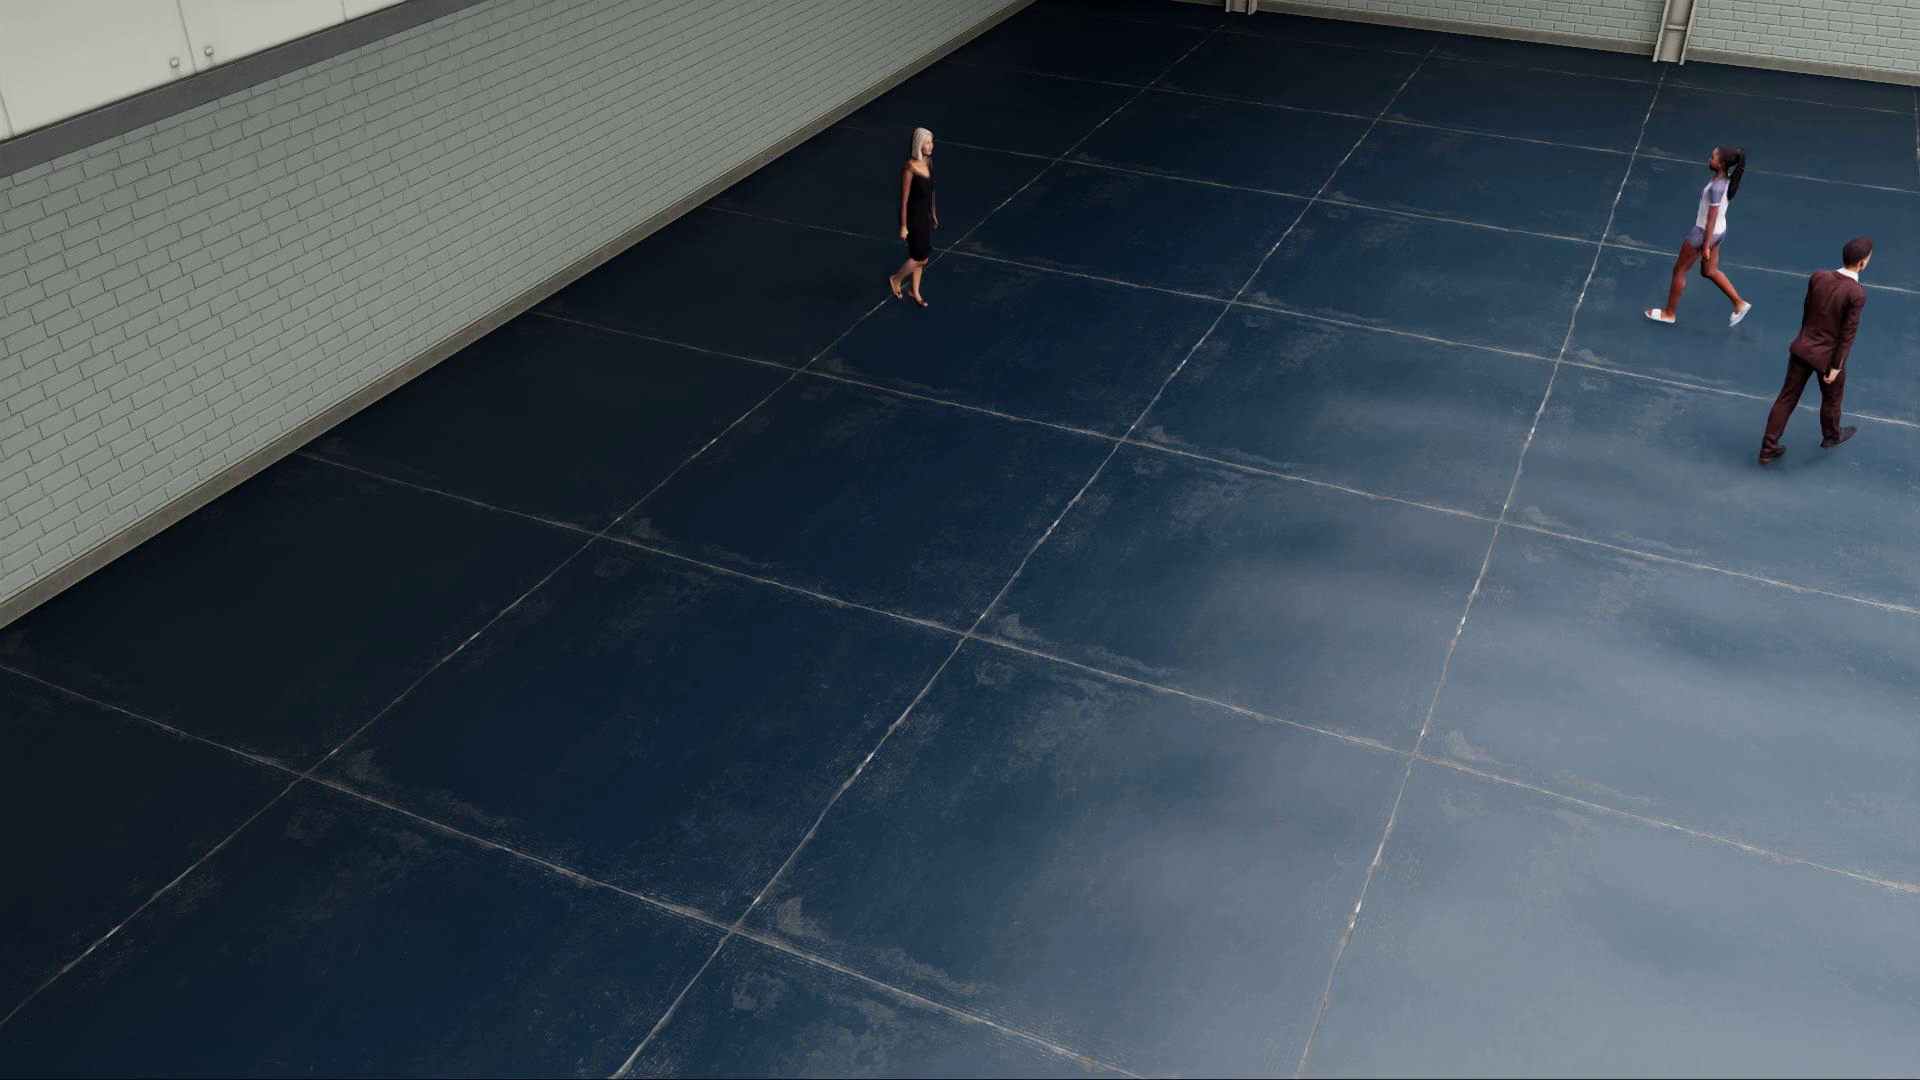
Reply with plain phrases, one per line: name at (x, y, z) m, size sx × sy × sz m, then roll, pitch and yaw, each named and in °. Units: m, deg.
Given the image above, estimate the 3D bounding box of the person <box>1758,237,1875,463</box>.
person at (6.514, -1.405, 12.730) m, size 1.133 × 1.827 × 1.157 m, roll -17°, pitch 36°, yaw -25°

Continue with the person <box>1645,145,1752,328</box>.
person at (6.761, -2.672, 14.861) m, size 1.116 × 1.696 × 0.723 m, roll 19°, pitch 37°, yaw 28°

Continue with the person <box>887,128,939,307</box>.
person at (-0.469, -2.948, 15.263) m, size 0.692 × 1.735 × 0.624 m, roll 15°, pitch 35°, yaw 23°
